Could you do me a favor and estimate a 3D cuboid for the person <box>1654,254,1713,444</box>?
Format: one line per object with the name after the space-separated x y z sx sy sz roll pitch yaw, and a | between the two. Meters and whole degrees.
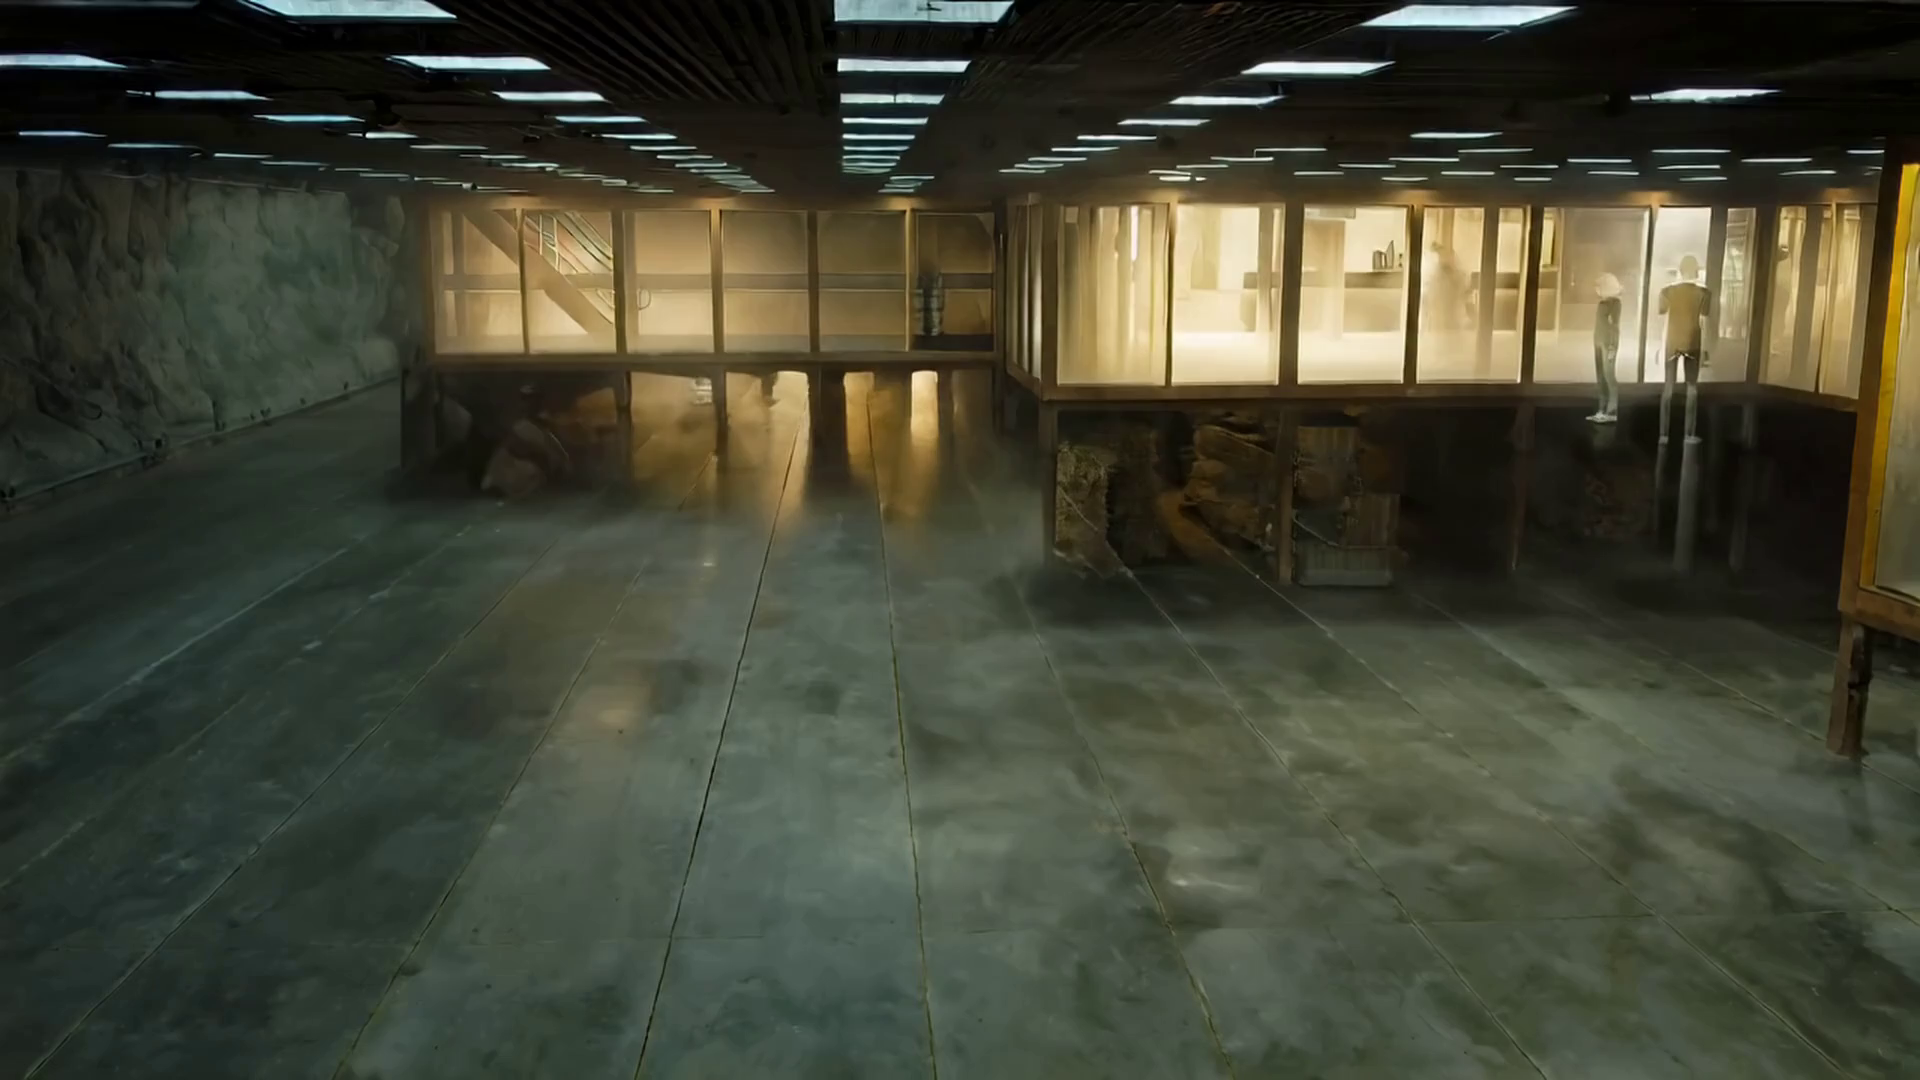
7.136 -1.875 16.409 0.532 1.869 0.311 7 13 34 | person

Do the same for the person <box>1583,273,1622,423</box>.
7.067 -2.093 18.208 0.266 1.631 0.507 1 11 3 | person
